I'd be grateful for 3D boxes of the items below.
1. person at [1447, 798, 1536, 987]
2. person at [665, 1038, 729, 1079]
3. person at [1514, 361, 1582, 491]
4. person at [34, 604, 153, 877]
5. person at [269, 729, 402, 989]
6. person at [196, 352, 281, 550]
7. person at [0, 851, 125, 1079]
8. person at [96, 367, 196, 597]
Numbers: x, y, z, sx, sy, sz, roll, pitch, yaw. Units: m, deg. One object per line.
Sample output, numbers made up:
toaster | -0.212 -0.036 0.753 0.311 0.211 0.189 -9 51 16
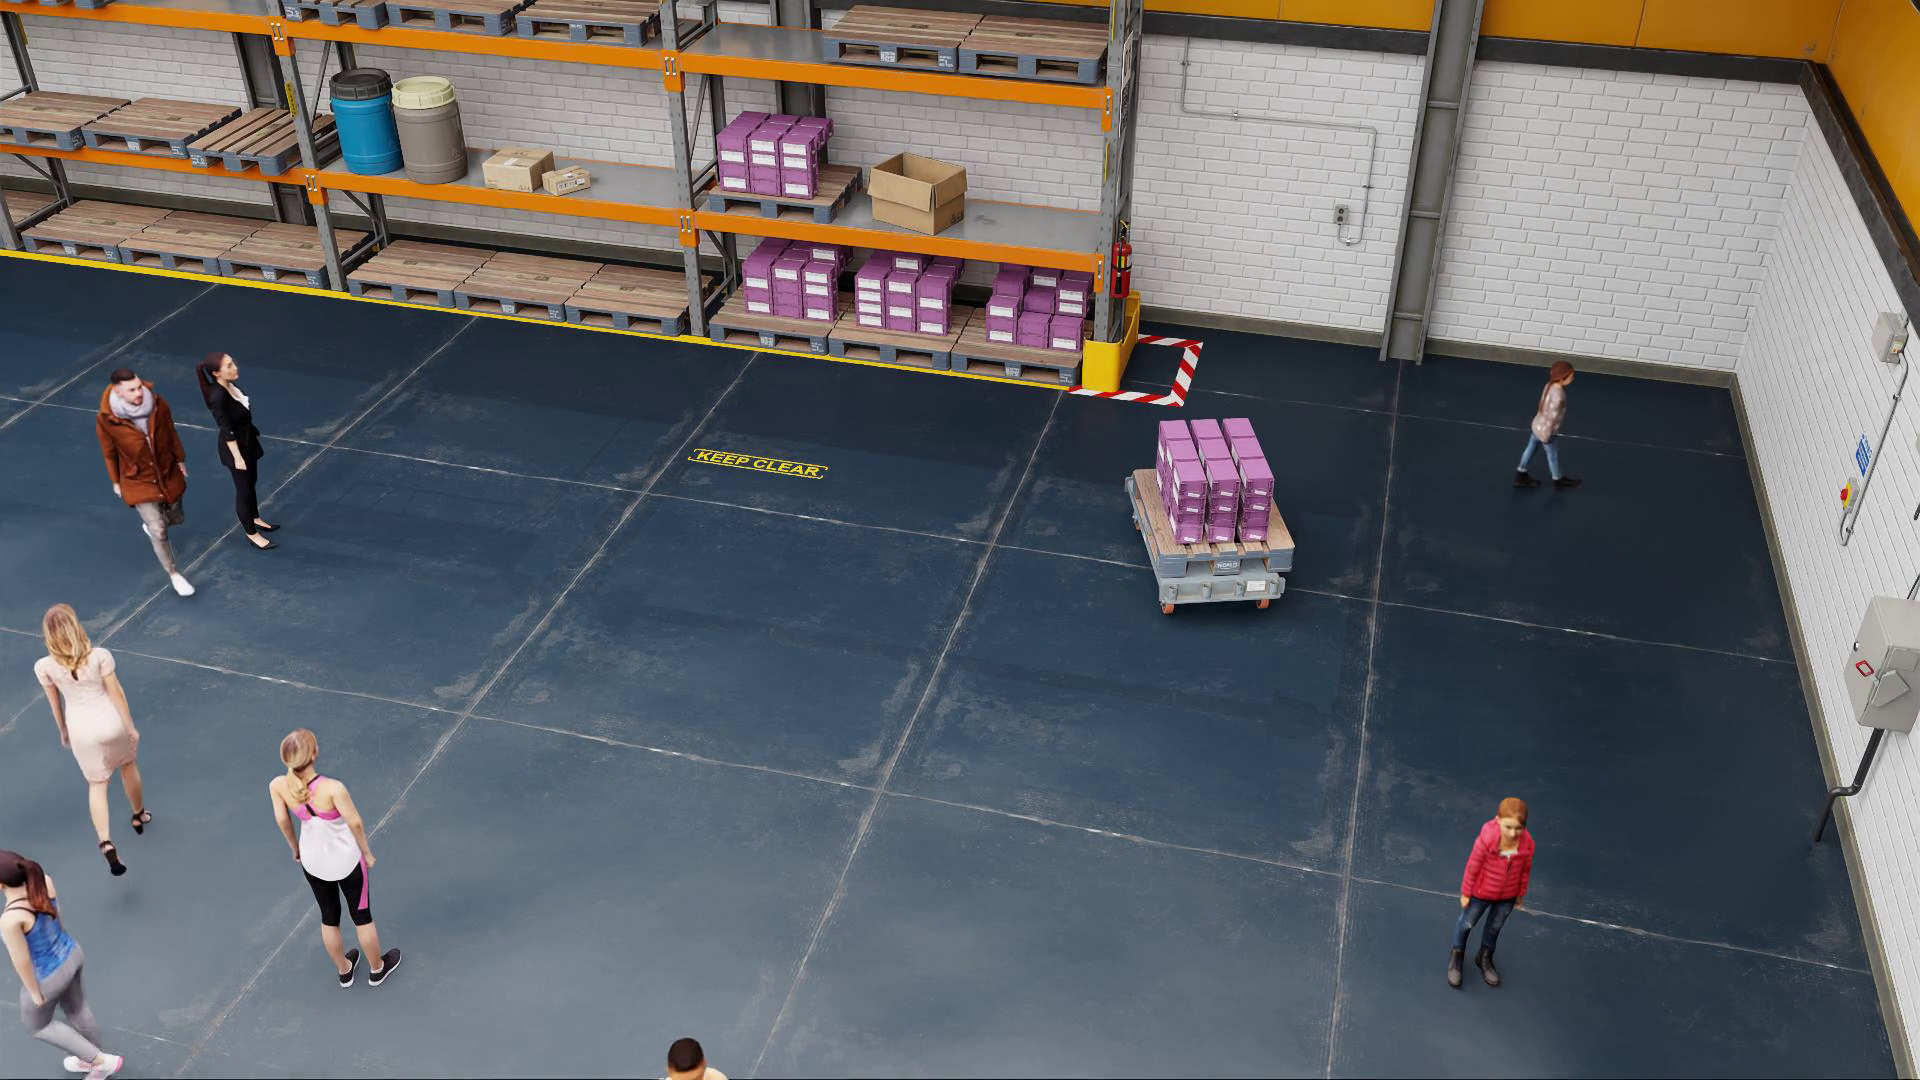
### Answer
person | 2.951 1.932 9.222 0.494 1.317 0.615 1 34 2
person | -1.251 2.796 7.806 0.681 1.445 0.742 -18 38 -25
person | 4.761 -0.934 13.662 0.769 1.176 0.571 3 34 5
person | -5.124 1.204 9.874 1.028 1.808 0.981 -10 35 -15
person | -3.429 1.750 9.070 0.528 1.788 0.704 2 34 3
person | -5.590 -0.707 12.884 0.697 1.659 0.690 -7 34 -10
person | -4.609 2.209 8.550 0.679 1.600 0.601 4 34 6
person | -6.072 -0.482 12.413 1.175 1.805 0.982 26 42 34
